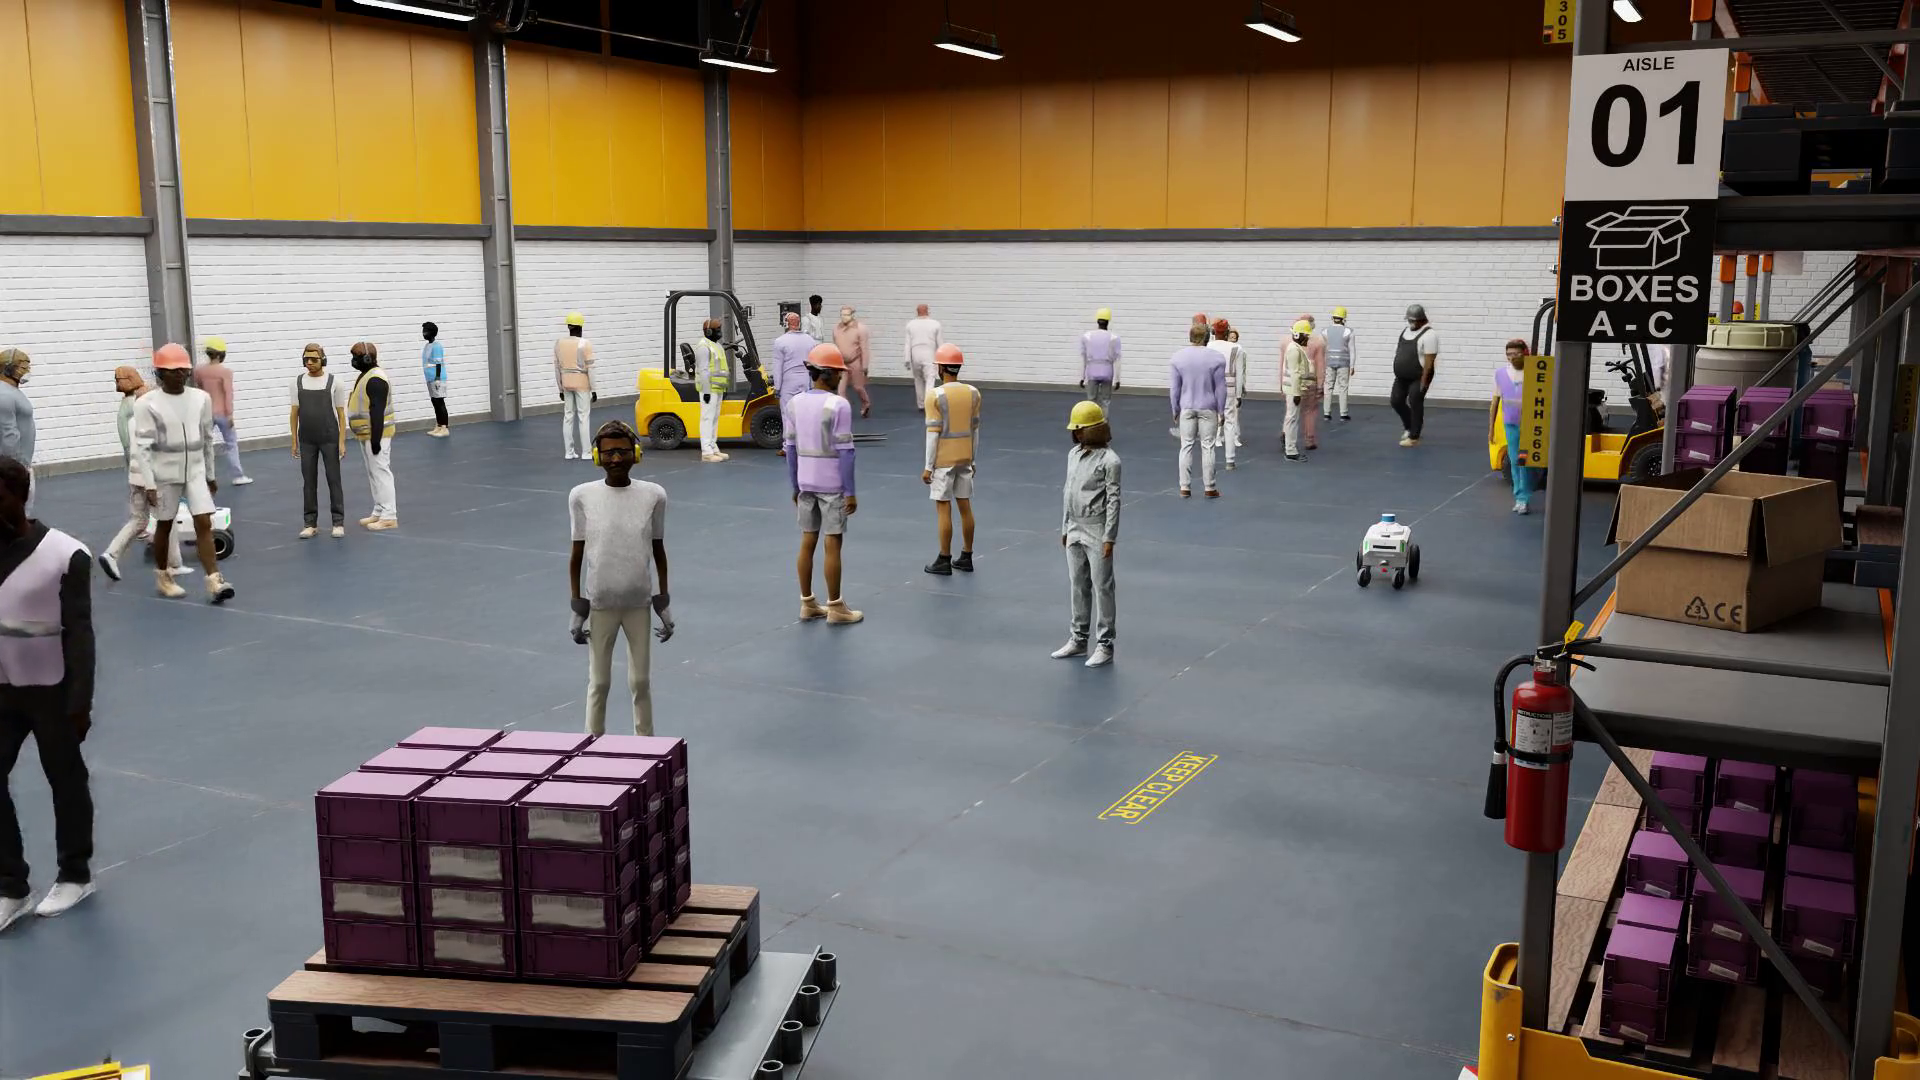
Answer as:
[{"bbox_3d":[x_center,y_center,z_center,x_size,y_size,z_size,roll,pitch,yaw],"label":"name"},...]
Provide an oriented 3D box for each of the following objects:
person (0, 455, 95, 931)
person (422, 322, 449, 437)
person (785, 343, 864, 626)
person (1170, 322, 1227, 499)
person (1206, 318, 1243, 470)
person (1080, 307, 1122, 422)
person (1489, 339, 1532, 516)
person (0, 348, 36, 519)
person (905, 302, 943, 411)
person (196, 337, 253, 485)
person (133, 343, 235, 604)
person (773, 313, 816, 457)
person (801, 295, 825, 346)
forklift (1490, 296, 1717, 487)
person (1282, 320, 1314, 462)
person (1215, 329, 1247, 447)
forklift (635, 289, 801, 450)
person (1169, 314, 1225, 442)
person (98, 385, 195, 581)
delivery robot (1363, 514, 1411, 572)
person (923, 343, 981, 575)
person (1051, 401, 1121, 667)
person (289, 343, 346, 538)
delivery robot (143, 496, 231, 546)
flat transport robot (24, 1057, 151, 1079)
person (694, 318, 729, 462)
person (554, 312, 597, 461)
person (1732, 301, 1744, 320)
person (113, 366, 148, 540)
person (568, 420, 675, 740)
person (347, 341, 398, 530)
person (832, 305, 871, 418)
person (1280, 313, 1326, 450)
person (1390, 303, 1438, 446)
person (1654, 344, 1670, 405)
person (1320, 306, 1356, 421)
[{"bbox_3d":[-3.735,0.616,6.567,0.629,1.894,0.697,1,10,5],"label":"person"},{"bbox_3d":[-7.697,-2.352,24.367,0.321,1.690,0.536,-7,12,-35],"label":"person"},{"bbox_3d":[-0.980,-0.399,12.049,0.606,2.038,0.394,8,13,39],"label":"person"},{"bbox_3d":[2.608,-1.409,18.201,0.627,1.934,0.370,4,10,19],"label":"person"},{"bbox_3d":[3.220,-1.806,20.644,0.574,1.883,0.361,2,10,9],"label":"person"},{"bbox_3d":[2.014,-2.362,23.783,0.603,1.909,0.450,2,10,10],"label":"person"},{"bbox_3d":[5.761,-1.161,17.108,0.586,1.803,0.670,8,13,38],"label":"person"},{"bbox_3d":[-7.566,-0.573,13.359,0.373,1.935,0.627,-5,11,-27],"label":"person"},{"bbox_3d":[-0.615,-3.066,28.010,0.639,1.862,0.935,1,10,7],"label":"person"},{"bbox_3d":[-8.508,-1.437,18.957,0.535,1.727,0.878,3,10,15],"label":"person"},{"bbox_3d":[-5.947,-0.494,12.699,1.023,1.995,0.637,8,13,40],"label":"person"},{"bbox_3d":[-2.208,-2.054,22.040,0.645,1.903,0.401,-8,13,-39],"label":"person"},{"bbox_3d":[-2.576,-3.370,29.504,0.395,1.954,0.609,5,11,28],"label":"person"},{"bbox_3d":[7.296,-1.677,18.993,2.313,2.155,1.214,5,11,27],"label":"forklift"},{"bbox_3d":[4.368,-1.927,21.516,0.403,1.823,0.586,2,10,11],"label":"person"},{"bbox_3d":[3.738,-2.110,23.105,0.514,1.641,0.307,-3,10,-16],"label":"person"},{"bbox_3d":[-3.358,-2.392,23.136,2.313,2.155,1.214,-1,10,-5],"label":"forklift"},{"bbox_3d":[3.525,-2.309,23.767,1.058,1.804,0.582,5,11,25],"label":"person"},{"bbox_3d":[-6.709,-0.459,13.627,0.525,1.613,0.715,5,11,29],"label":"person"},{"bbox_3d":[3.489,0.031,13.579,0.477,0.478,0.707,3,10,18],"label":"delivery robot"},{"bbox_3d":[-0.087,-0.672,13.917,0.544,1.939,0.355,-8,13,-38],"label":"person"},{"bbox_3d":[0.830,-0.042,10.860,0.308,1.736,0.485,-8,12,-38],"label":"person"},{"bbox_3d":[-6.049,-0.932,15.695,0.507,1.846,0.345,-2,10,-9],"label":"person"},{"bbox_3d":[-6.798,-0.153,14.619,0.707,0.478,0.477,-3,10,-23],"label":"delivery robot"},{"bbox_3d":[-2.563,1.784,4.520,0.652,0.197,1.431,-5,11,-25],"label":"flat transport robot"},{"bbox_3d":[-3.198,-1.939,21.535,0.430,1.845,0.624,2,10,10],"label":"person"},{"bbox_3d":[-4.971,-1.990,21.578,0.587,1.928,0.362,3,10,19],"label":"person"},{"bbox_3d":[11.981,-2.732,25.848,0.357,1.938,0.543,-5,11,-28],"label":"person"},{"bbox_3d":[-7.782,-0.820,15.654,0.282,1.633,0.498,-7,12,-37],"label":"person"},{"bbox_3d":[-1.685,0.333,8.291,0.520,1.873,0.328,-3,10,-18],"label":"person"},{"bbox_3d":[-5.743,-1.018,16.241,0.430,1.835,0.622,-6,11,-30],"label":"person"},{"bbox_3d":[-1.722,-2.839,26.693,0.648,1.873,0.878,4,11,21],"label":"person"},{"bbox_3d":[4.626,-2.140,22.603,0.669,1.877,0.692,6,12,32],"label":"person"},{"bbox_3d":[6.270,-2.304,23.067,0.543,2.000,0.763,-4,11,-24],"label":"person"},{"bbox_3d":[9.576,-2.028,22.171,0.633,1.829,0.653,3,10,14],"label":"person"},{"bbox_3d":[6.057,-2.819,26.652,0.596,1.832,0.404,5,11,28],"label":"person"}]
